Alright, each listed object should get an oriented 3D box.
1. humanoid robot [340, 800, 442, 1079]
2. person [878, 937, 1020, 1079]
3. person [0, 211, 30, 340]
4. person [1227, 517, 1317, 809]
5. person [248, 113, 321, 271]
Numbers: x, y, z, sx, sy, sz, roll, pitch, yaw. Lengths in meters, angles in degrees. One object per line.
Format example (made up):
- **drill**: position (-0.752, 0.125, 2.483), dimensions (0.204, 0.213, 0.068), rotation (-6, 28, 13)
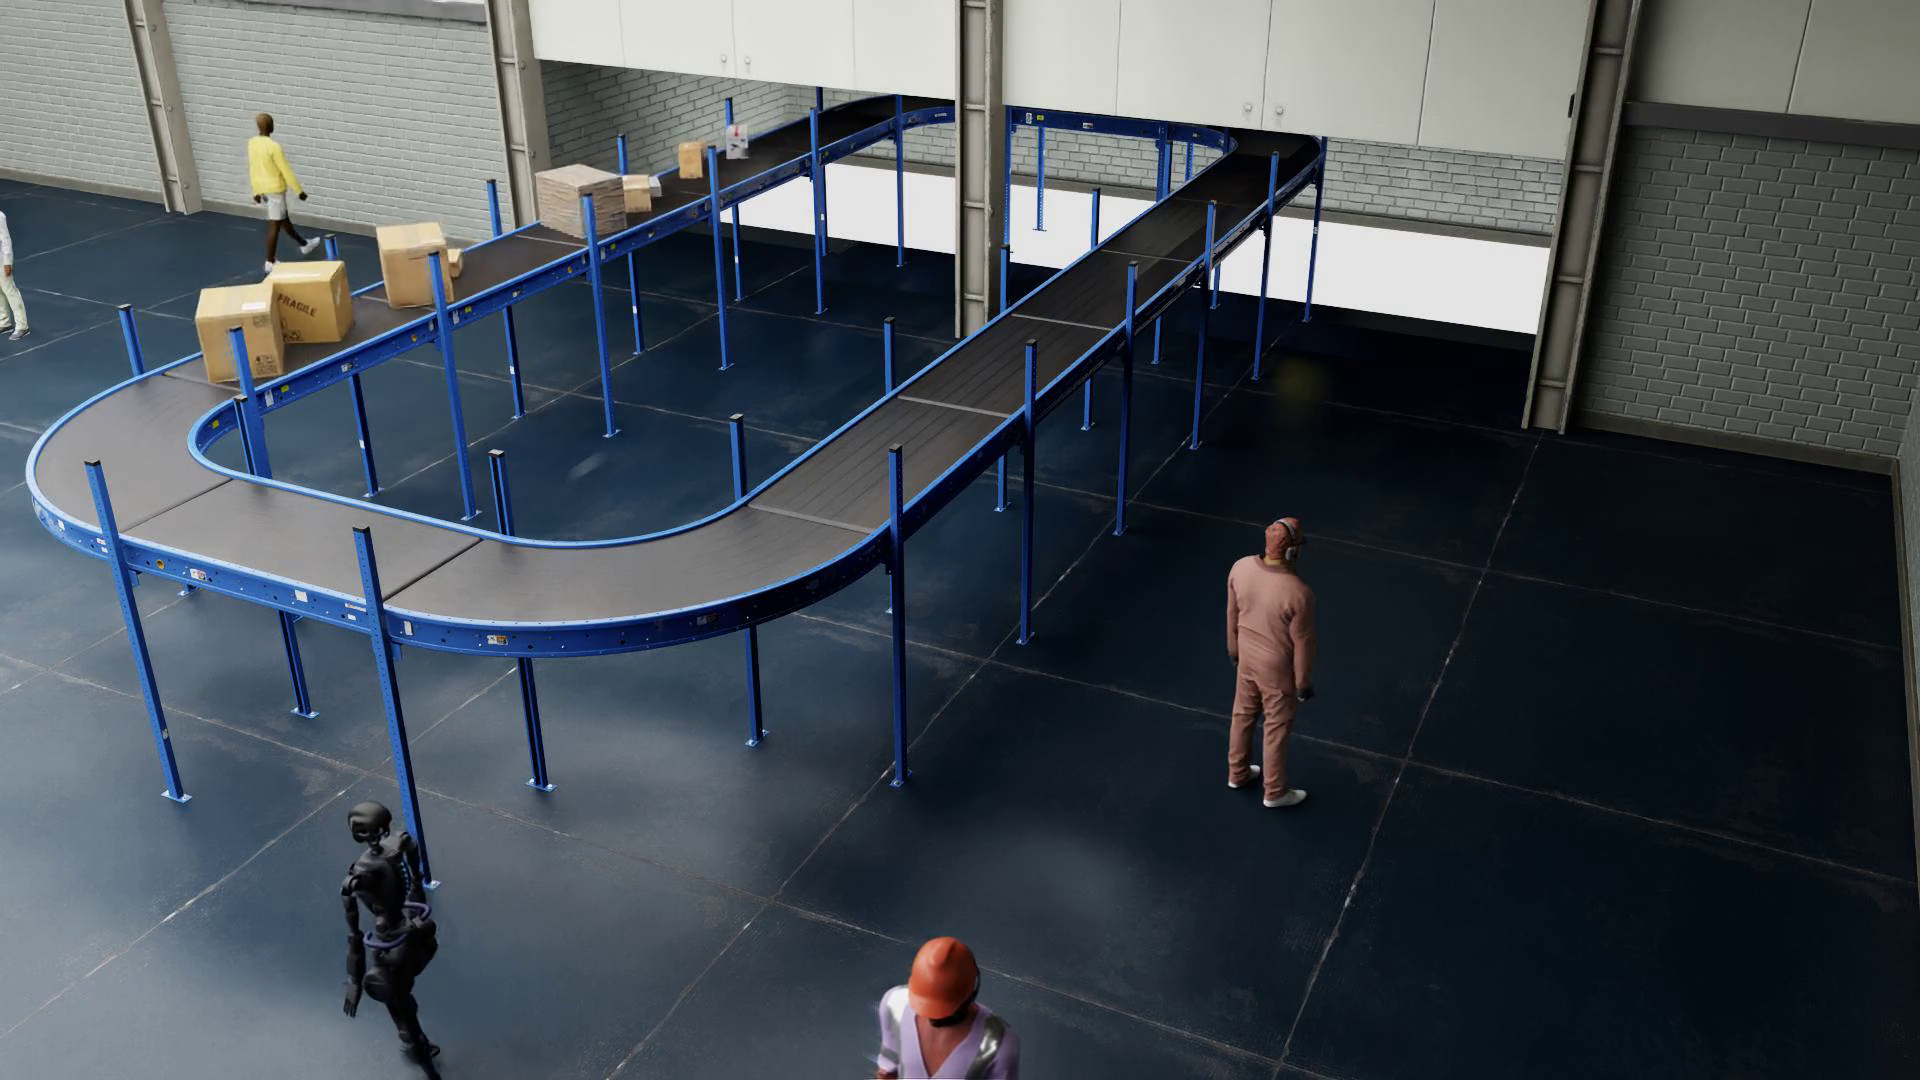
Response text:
- **humanoid robot**: position (-2.703, 1.965, 7.942), dimensions (0.428, 1.645, 0.598), rotation (8, 27, 15)
- **person**: position (-0.064, 2.403, 6.655), dimensions (0.607, 2.035, 0.402), rotation (14, 30, 26)
- **person**: position (-10.429, -3.020, 17.900), dimensions (0.561, 1.742, 0.334), rotation (11, 29, 21)
- **person**: position (1.911, 0.741, 10.142), dimensions (0.406, 1.910, 0.637), rotation (-19, 32, -33)
- **person**: position (-8.244, -4.289, 20.314), dimensions (0.572, 1.857, 0.986), rotation (17, 31, 30)
